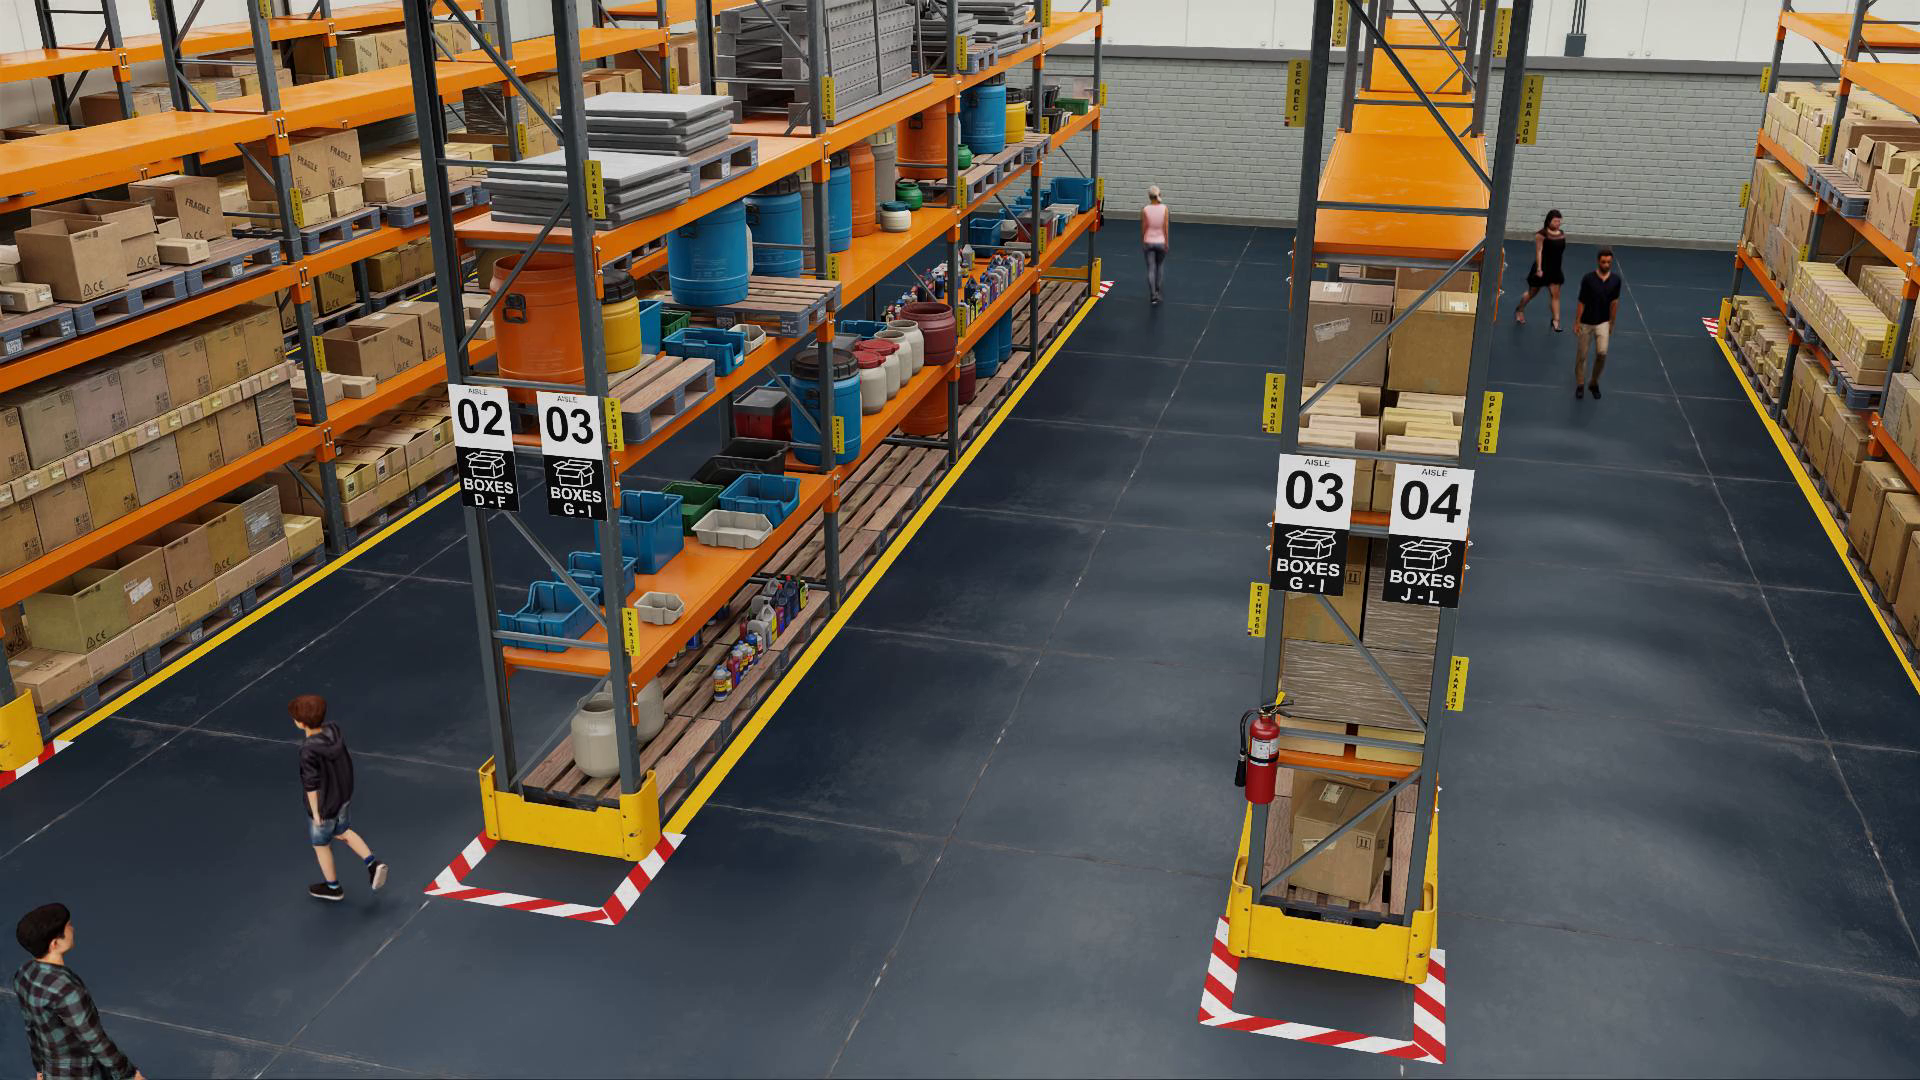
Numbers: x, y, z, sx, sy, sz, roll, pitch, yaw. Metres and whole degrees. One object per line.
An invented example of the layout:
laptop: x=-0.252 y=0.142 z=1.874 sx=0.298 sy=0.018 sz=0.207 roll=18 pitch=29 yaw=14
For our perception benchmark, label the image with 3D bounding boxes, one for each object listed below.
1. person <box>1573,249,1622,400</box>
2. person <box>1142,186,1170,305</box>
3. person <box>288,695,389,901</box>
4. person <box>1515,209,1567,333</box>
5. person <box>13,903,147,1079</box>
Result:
person: x=7.664 y=-2.637 z=20.157 sx=0.631 sy=1.835 sz=0.616 roll=6 pitch=23 yaw=14
person: x=2.858 y=-4.301 z=24.431 sx=0.742 sy=1.679 sz=1.138 roll=1 pitch=22 yaw=3
person: x=-3.865 y=1.608 z=10.305 sx=0.605 sy=1.436 sz=0.698 roll=6 pitch=23 yaw=15
person: x=8.040 y=-3.728 z=23.049 sx=1.022 sy=1.664 sz=1.125 roll=-11 pitch=25 yaw=-25
person: x=-4.139 y=2.498 z=7.683 sx=1.006 sy=1.678 sz=1.180 roll=20 pitch=29 yaw=40
